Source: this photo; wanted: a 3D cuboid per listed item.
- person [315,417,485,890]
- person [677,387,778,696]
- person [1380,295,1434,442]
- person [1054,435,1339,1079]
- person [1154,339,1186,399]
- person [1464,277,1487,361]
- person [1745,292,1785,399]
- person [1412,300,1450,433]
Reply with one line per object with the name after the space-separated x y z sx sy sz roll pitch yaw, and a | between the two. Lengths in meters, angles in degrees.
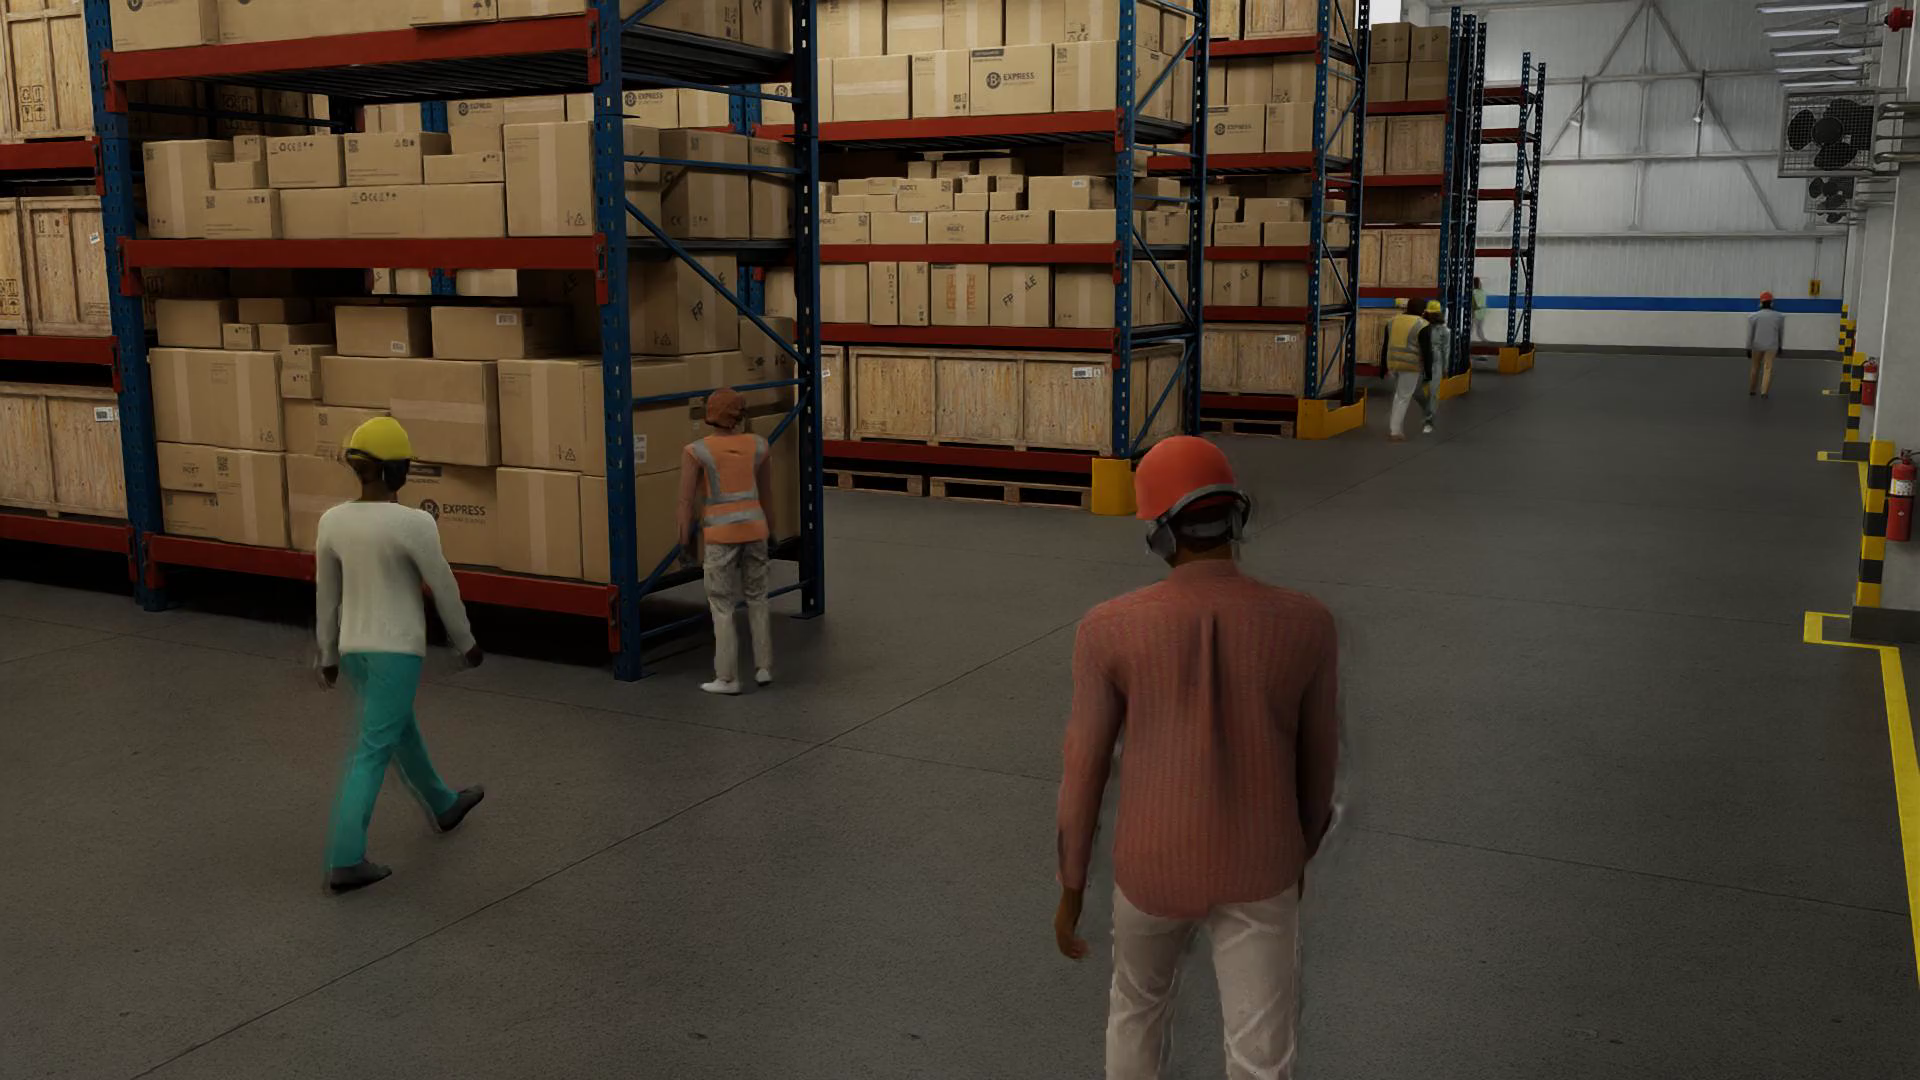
-2.125 0.396 6.316 0.523 1.720 0.915 5 11 27 | person
-1.206 0.007 8.814 0.591 1.625 0.359 -6 11 -30 | person
5.549 -2.111 20.554 0.585 1.814 0.649 -7 12 -35 | person
0.541 0.736 3.805 0.639 1.918 0.904 1 10 6 | person
2.176 -1.682 17.757 0.545 1.921 0.530 -6 11 -30 | person
11.105 -4.796 36.107 0.609 1.802 0.848 -8 13 -39 | person
12.934 -3.124 26.742 0.562 1.709 0.886 5 11 25 | person
6.128 -2.264 21.658 0.505 1.727 0.443 7 12 35 | person
